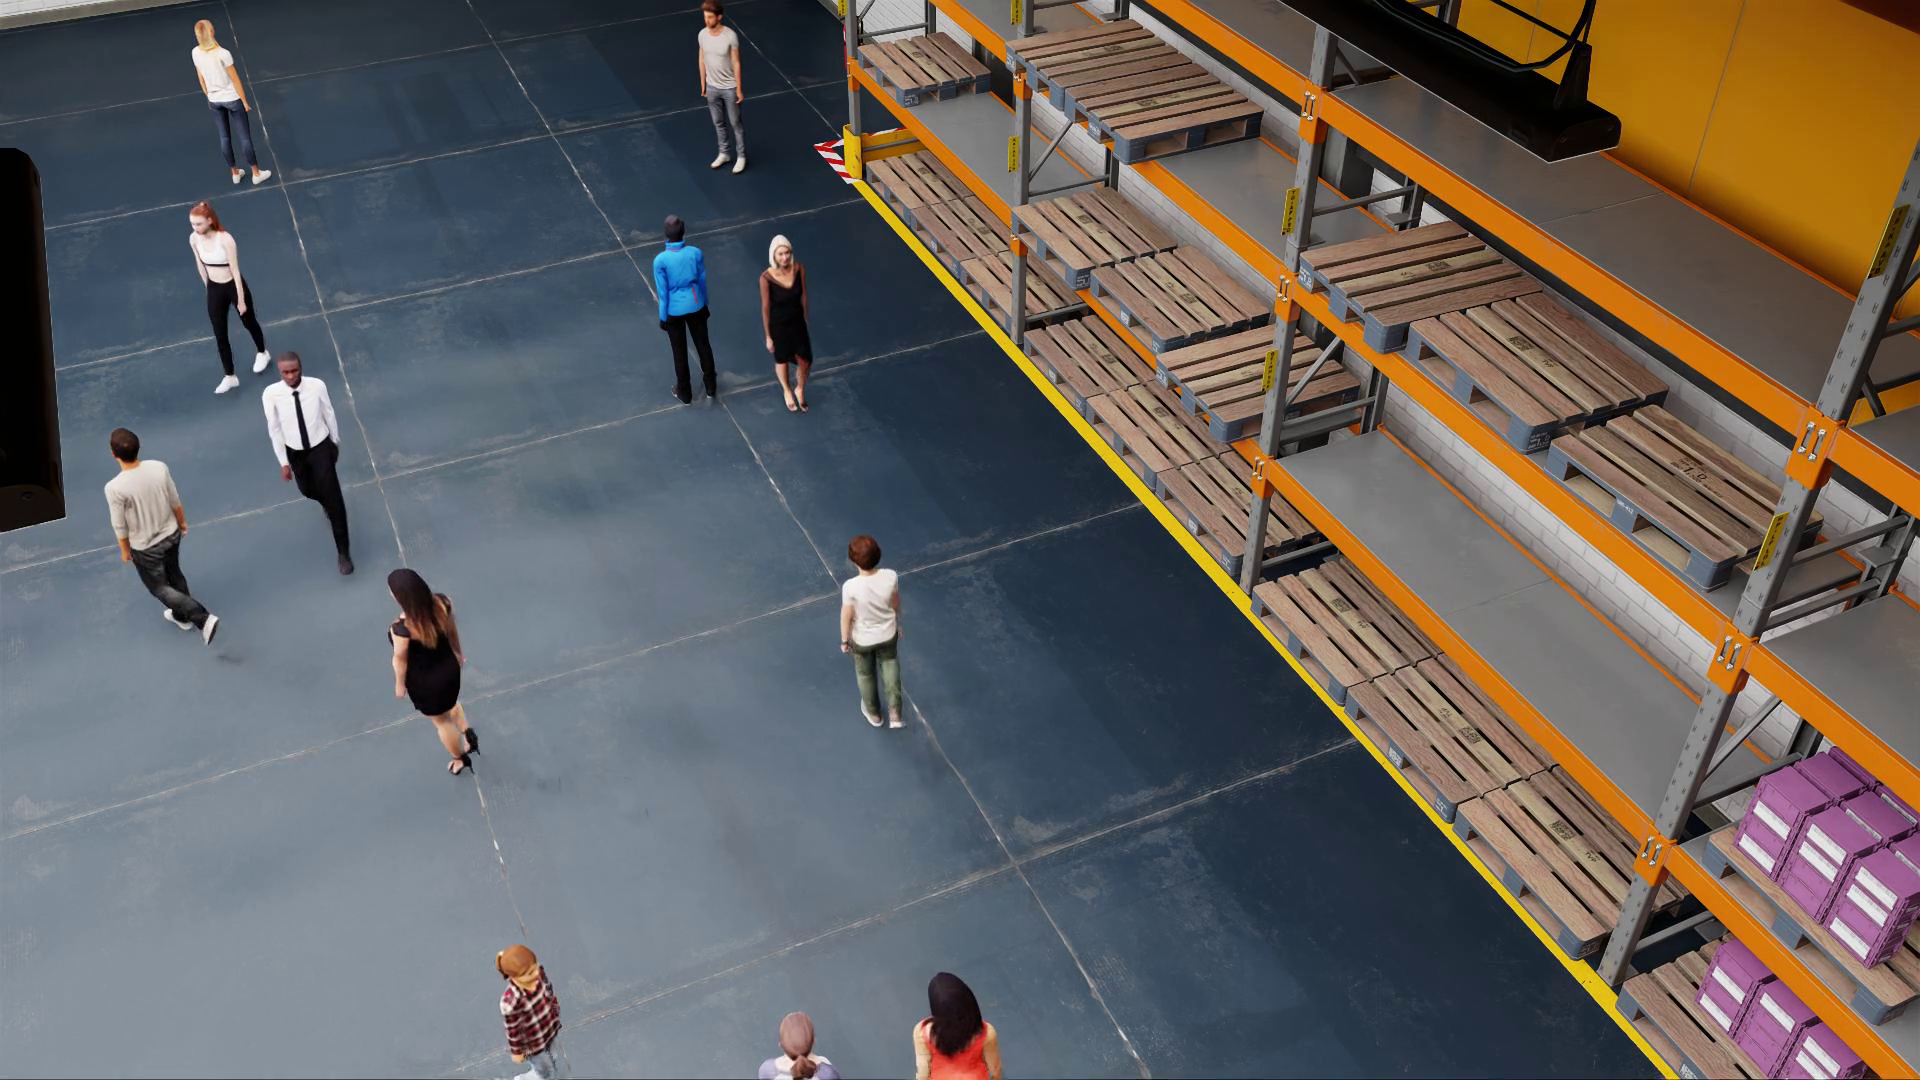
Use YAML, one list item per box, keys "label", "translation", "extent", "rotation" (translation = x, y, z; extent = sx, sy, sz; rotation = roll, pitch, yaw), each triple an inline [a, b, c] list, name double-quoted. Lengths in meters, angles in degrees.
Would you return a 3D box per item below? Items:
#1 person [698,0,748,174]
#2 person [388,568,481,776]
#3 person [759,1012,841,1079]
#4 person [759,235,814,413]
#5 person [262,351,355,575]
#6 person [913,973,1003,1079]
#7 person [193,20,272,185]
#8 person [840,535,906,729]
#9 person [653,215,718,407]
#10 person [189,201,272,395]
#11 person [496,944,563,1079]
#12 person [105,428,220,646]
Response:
- label: "person"
  translation: [-2.561, -4.933, 18.023]
  extent: [0.743, 1.889, 0.802]
  rotation: [13, 40, 16]
- label: "person"
  translation: [-3.364, 0.909, 10.859]
  extent: [0.819, 1.702, 0.765]
  rotation: [14, 41, 17]
- label: "person"
  translation: [-0.771, 2.926, 8.280]
  extent: [0.678, 1.769, 0.713]
  rotation: [5, 39, 6]
- label: "person"
  translation: [-1.524, -1.874, 14.320]
  extent: [0.586, 1.731, 0.615]
  rotation: [-16, 41, -19]
- label: "person"
  translation: [-5.011, -0.706, 12.809]
  extent: [0.703, 1.792, 1.269]
  rotation: [-13, 40, -16]
- label: "person"
  translation: [-0.011, 2.878, 8.414]
  extent: [0.994, 1.676, 1.227]
  rotation: [6, 39, 8]
- label: "person"
  translation: [-7.838, -4.670, 17.759]
  extent: [0.662, 1.809, 0.666]
  rotation: [3, 39, 4]
- label: "person"
  translation: [-0.553, 0.682, 11.185]
  extent: [0.602, 1.649, 0.778]
  rotation: [-14, 41, -17]
- label: "person"
  translation: [-2.387, -1.991, 14.416]
  extent: [0.619, 1.793, 0.529]
  rotation: [-19, 42, -22]
- label: "person"
  translation: [-6.442, -2.236, 14.785]
  extent: [0.920, 1.717, 1.067]
  rotation: [4, 39, 5]
- label: "person"
  translation: [-2.361, 2.636, 9.018]
  extent: [0.727, 1.300, 0.667]
  rotation: [13, 40, 16]
- label: "person"
  translation: [-5.709, 0.019, 11.898]
  extent: [1.081, 1.795, 0.966]
  rotation: [20, 43, 24]
